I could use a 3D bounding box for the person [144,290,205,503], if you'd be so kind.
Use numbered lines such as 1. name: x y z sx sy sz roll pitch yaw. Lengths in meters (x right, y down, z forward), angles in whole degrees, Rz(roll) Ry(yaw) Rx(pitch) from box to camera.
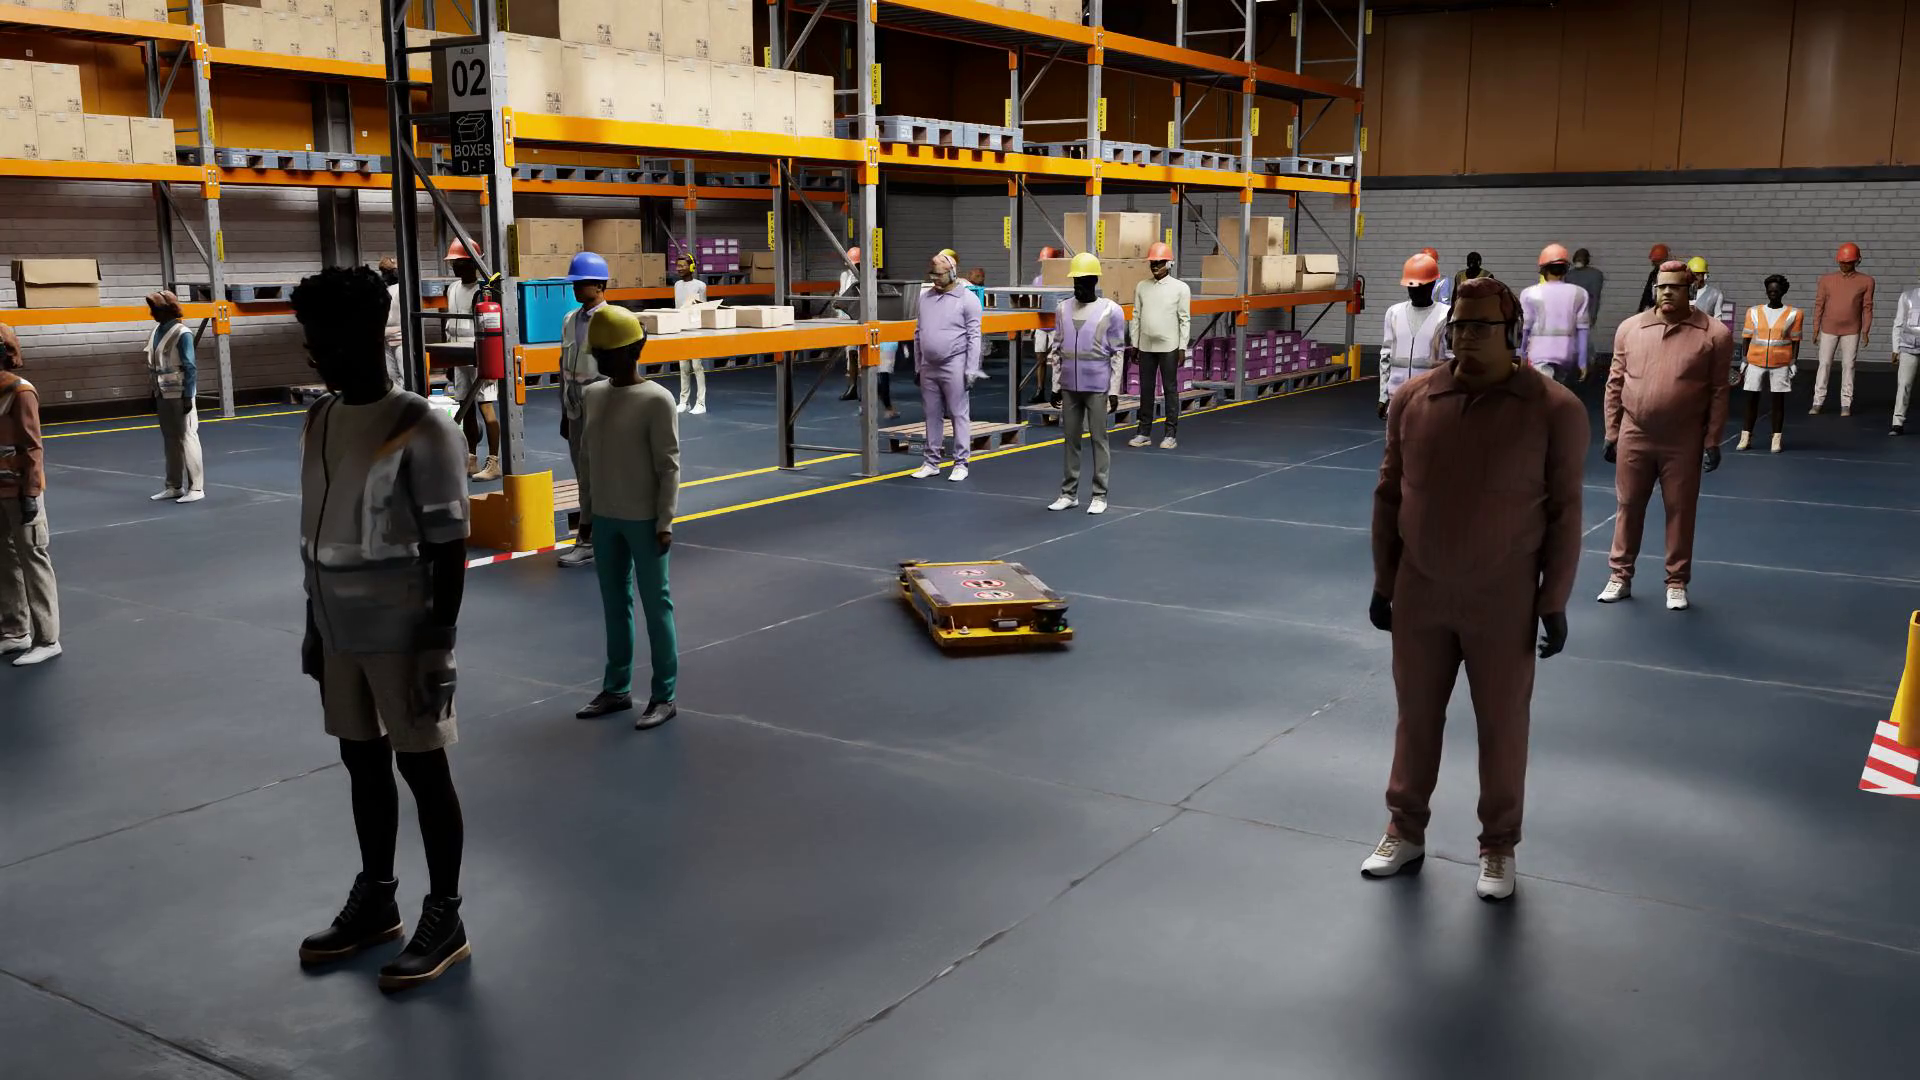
1. person: -6.083 -1.105 12.868 0.514 1.640 0.307 7 12 32

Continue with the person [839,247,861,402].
1. person: -1.281 -2.697 20.892 0.543 1.928 0.373 7 12 32

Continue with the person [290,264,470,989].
1. person: -1.593 0.238 4.540 0.603 1.959 0.379 7 12 32

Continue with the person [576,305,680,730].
1. person: -1.394 -0.091 6.923 0.524 1.760 0.327 7 12 32

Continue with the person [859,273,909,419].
1. person: -0.912 -2.132 18.485 0.532 1.662 0.847 7 12 33

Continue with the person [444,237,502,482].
1. person: -4.107 -1.507 13.970 0.605 2.045 0.377 7 12 32

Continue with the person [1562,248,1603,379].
1. person: 9.066 -3.298 24.269 0.634 1.915 0.701 10 14 43

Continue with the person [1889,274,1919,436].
1. person: 9.914 -1.969 17.112 0.589 1.834 0.403 7 12 32

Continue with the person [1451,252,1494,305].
1. person: 7.705 -3.411 25.080 0.621 1.845 0.429 7 12 32

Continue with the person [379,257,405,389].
1. person: -6.140 -2.150 18.118 0.621 1.838 0.429 7 12 32

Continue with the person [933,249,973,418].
1. person: -0.117 -2.295 18.691 0.586 1.917 0.381 7 12 32

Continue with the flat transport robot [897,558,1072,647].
1. flat transport robot: 0.098 0.308 8.829 0.652 0.197 1.431 -2 10 -11

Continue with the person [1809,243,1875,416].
1. person: 10.164 -2.418 19.183 0.611 1.985 0.393 7 12 32

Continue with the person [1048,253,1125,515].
1. person: 0.927 -1.153 12.331 0.586 1.928 0.369 7 12 32

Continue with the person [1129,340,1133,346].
1. person: 3.352 -4.411 30.625 0.621 1.845 0.429 7 12 32

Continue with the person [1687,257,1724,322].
1. person: 8.122 -2.213 18.467 0.589 1.834 0.403 7 12 32

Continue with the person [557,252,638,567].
1. person: -2.230 -0.780 10.205 0.604 1.949 0.389 7 12 32

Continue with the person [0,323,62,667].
1. person: -4.550 -0.220 7.957 0.514 1.642 0.310 7 12 32

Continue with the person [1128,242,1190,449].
1. person: 1.937 -1.886 16.205 0.611 1.996 0.379 7 12 32

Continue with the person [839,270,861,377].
1. person: -1.452 -3.318 24.493 0.678 1.862 0.615 7 12 34

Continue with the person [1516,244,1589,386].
1. person: 5.251 -1.605 14.679 0.619 2.006 1.001 0 10 -1

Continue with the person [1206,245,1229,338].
1. person: 4.491 -4.148 28.912 0.627 1.934 0.371 7 12 32

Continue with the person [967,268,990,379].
1. person: 0.252 -3.155 24.307 0.508 1.612 0.499 -4 11 -22

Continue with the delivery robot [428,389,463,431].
1. delivery robot: -5.143 -1.247 16.396 0.707 0.478 0.477 6 12 32

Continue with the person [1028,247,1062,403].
1. person: 1.098 -2.641 20.544 0.543 1.939 0.361 7 12 32

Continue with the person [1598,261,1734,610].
1. person: 3.866 -0.571 9.164 0.639 1.910 0.407 7 12 32

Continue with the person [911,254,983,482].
1. person: -0.136 -1.444 14.026 0.639 1.902 0.407 7 12 32

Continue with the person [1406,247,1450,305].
1. person: 5.914 -2.738 21.116 0.543 1.928 0.373 7 12 32

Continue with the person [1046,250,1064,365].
1. person: 1.705 -3.781 27.068 0.705 1.861 0.592 -2 10 -11

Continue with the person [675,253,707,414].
1. person: -3.169 -2.405 19.426 0.520 1.873 0.328 7 12 32

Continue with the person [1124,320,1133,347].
1. person: 2.402 -3.167 23.480 0.627 1.934 0.371 7 12 32

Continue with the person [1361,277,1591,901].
1. person: 1.570 0.152 5.154 0.639 1.910 0.407 7 12 32

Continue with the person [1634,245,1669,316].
1. person: 10.071 -3.320 24.287 0.977 1.933 0.650 1 10 7

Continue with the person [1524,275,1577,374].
1. person: 5.688 -1.751 16.120 0.524 1.760 0.327 7 12 32

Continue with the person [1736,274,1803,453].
1. person: 7.741 -1.683 15.907 0.532 1.697 0.320 7 12 32

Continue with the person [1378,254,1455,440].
1. person: 3.130 -0.989 11.427 0.543 1.928 0.373 7 12 32
